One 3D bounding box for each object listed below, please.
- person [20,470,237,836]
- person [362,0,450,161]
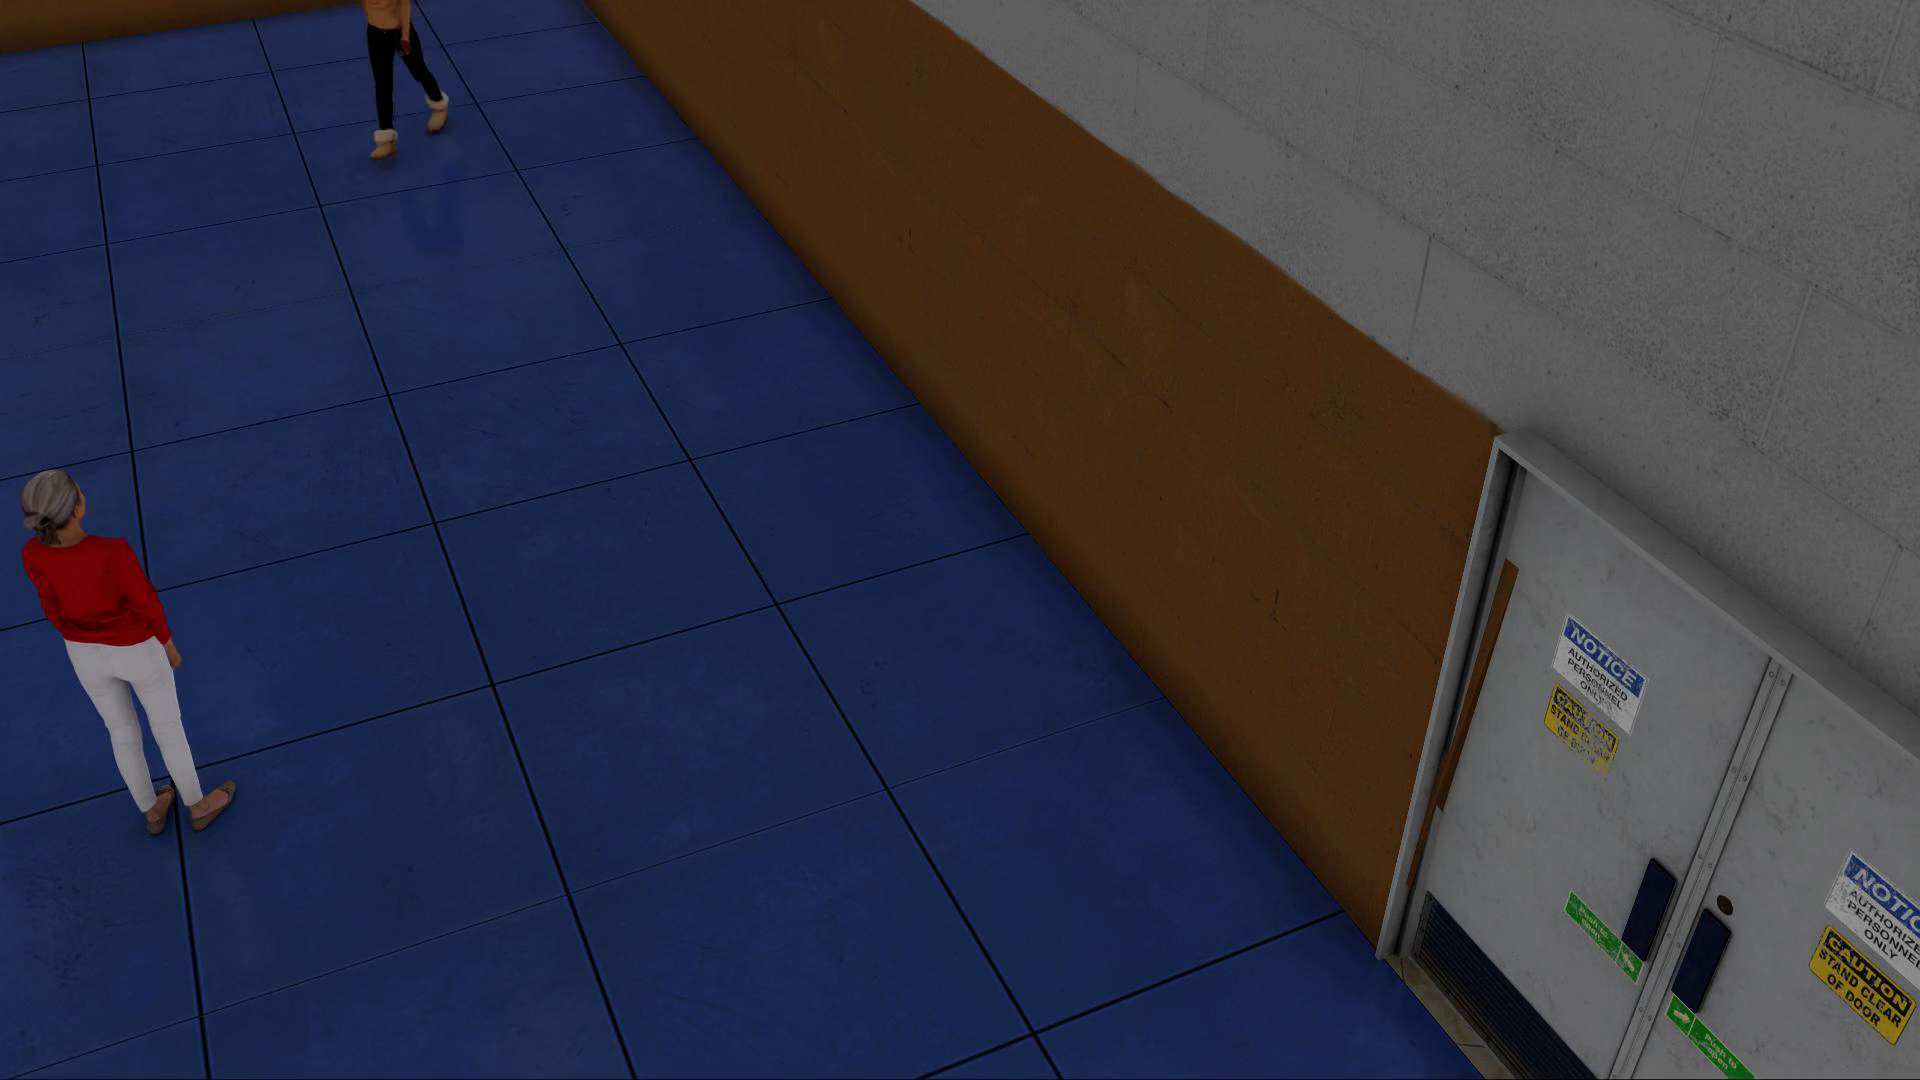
[{"bbox_3d":[-3.145,0.438,6.226,0.593,1.694,0.693,-1,37,-2],"label":"person"},{"bbox_3d":[-3.900,-3.551,11.601,1.124,1.621,1.093,8,38,11],"label":"person"}]
